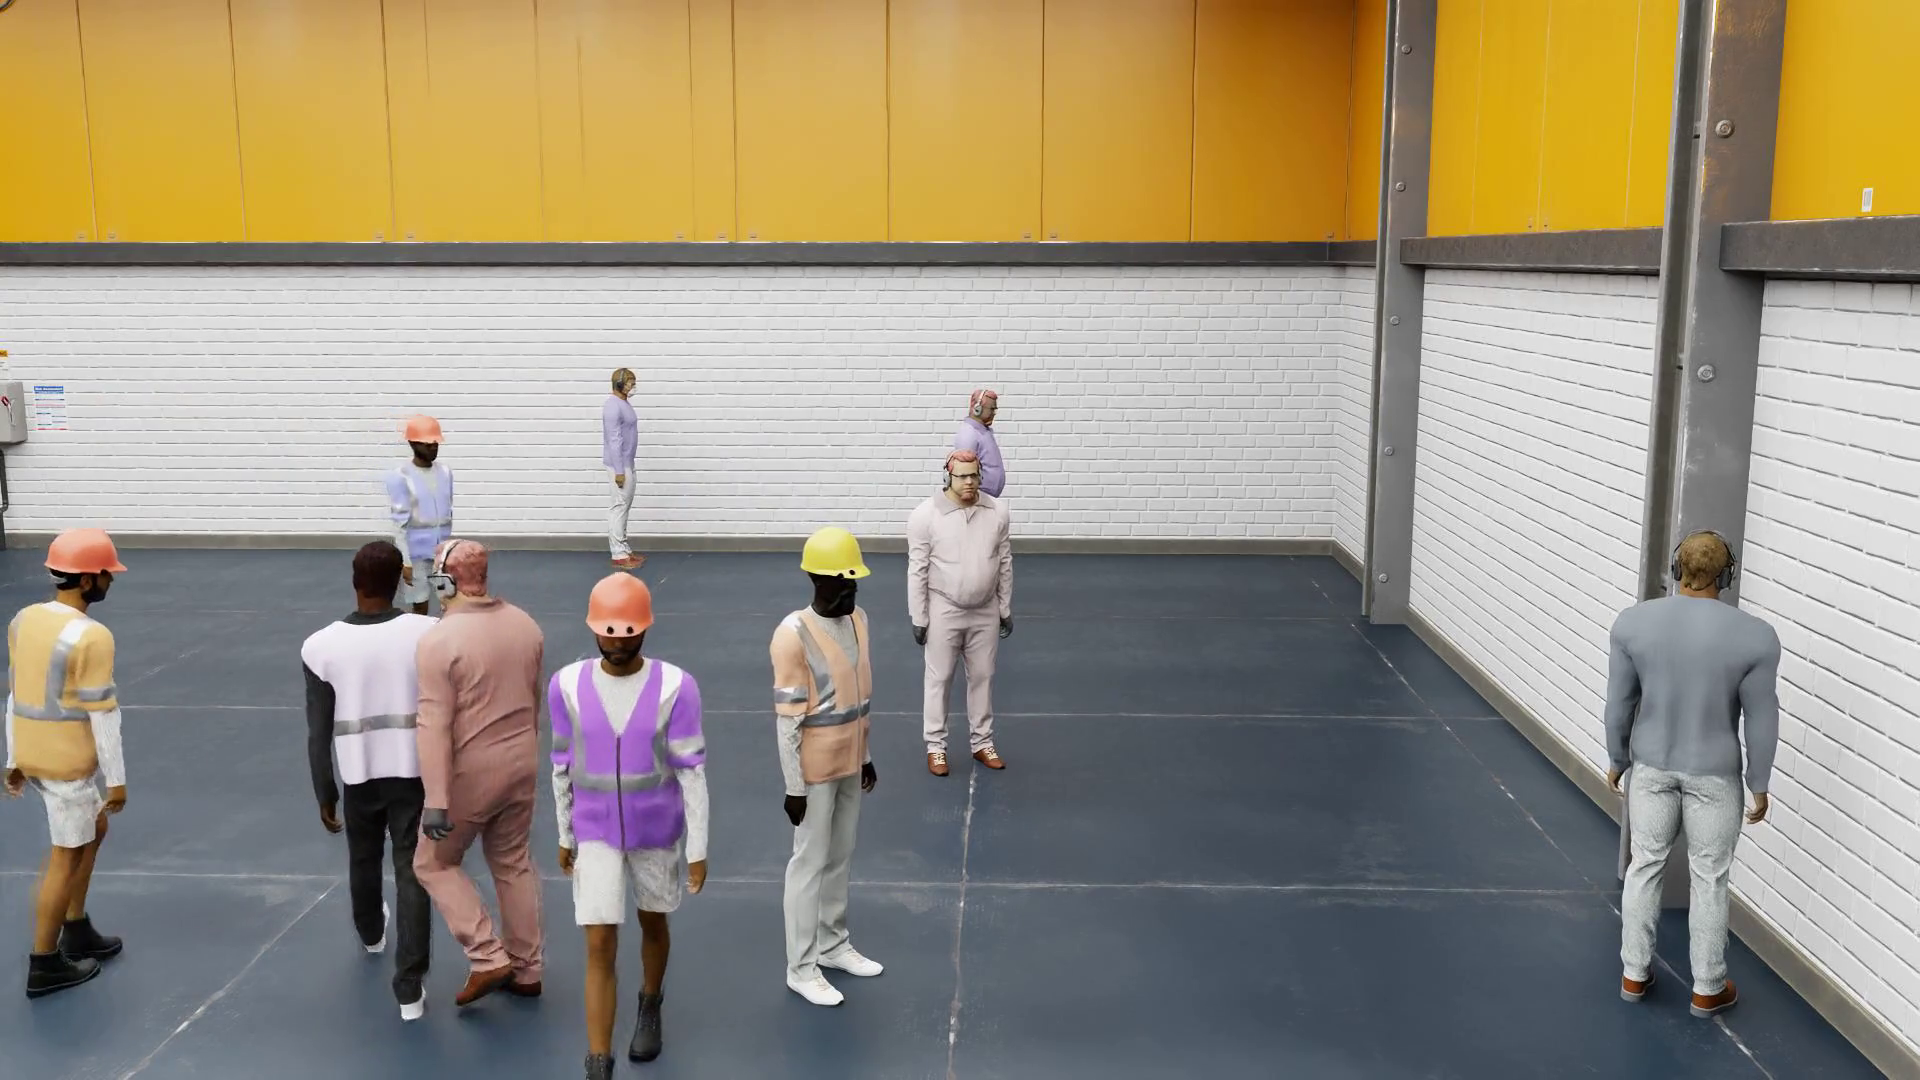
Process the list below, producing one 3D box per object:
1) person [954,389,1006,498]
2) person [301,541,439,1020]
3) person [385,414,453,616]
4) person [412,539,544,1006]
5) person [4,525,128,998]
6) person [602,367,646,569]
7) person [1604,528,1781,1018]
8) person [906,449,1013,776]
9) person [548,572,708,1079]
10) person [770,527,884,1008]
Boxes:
[{"bbox_3d":[0.175,-0.300,13.809,0.407,1.902,0.639,2,10,10],"label":"person"},{"bbox_3d":[-2.337,0.929,6.801,0.577,1.846,1.012,-3,10,-15],"label":"person"},{"bbox_3d":[-3.645,0.093,11.435,0.490,1.918,0.561,8,12,38],"label":"person"},{"bbox_3d":[-1.914,0.938,6.613,0.453,1.884,0.714,5,11,25],"label":"person"},{"bbox_3d":[-3.631,0.893,6.809,0.568,1.901,0.617,6,11,32],"label":"person"},{"bbox_3d":[-3.241,-0.693,16.006,0.373,1.937,0.630,0,10,-3],"label":"person"},{"bbox_3d":[2.879,0.914,6.588,0.635,1.937,0.353,7,12,35],"label":"person"},{"bbox_3d":[0.014,0.416,9.628,0.641,1.902,0.402,-4,11,-23],"label":"person"},{"bbox_3d":[-1.171,1.056,5.867,0.561,1.890,0.994,-1,10,-4],"label":"person"},{"bbox_3d":[-0.517,0.895,6.731,0.373,1.925,0.595,5,11,27],"label":"person"}]
